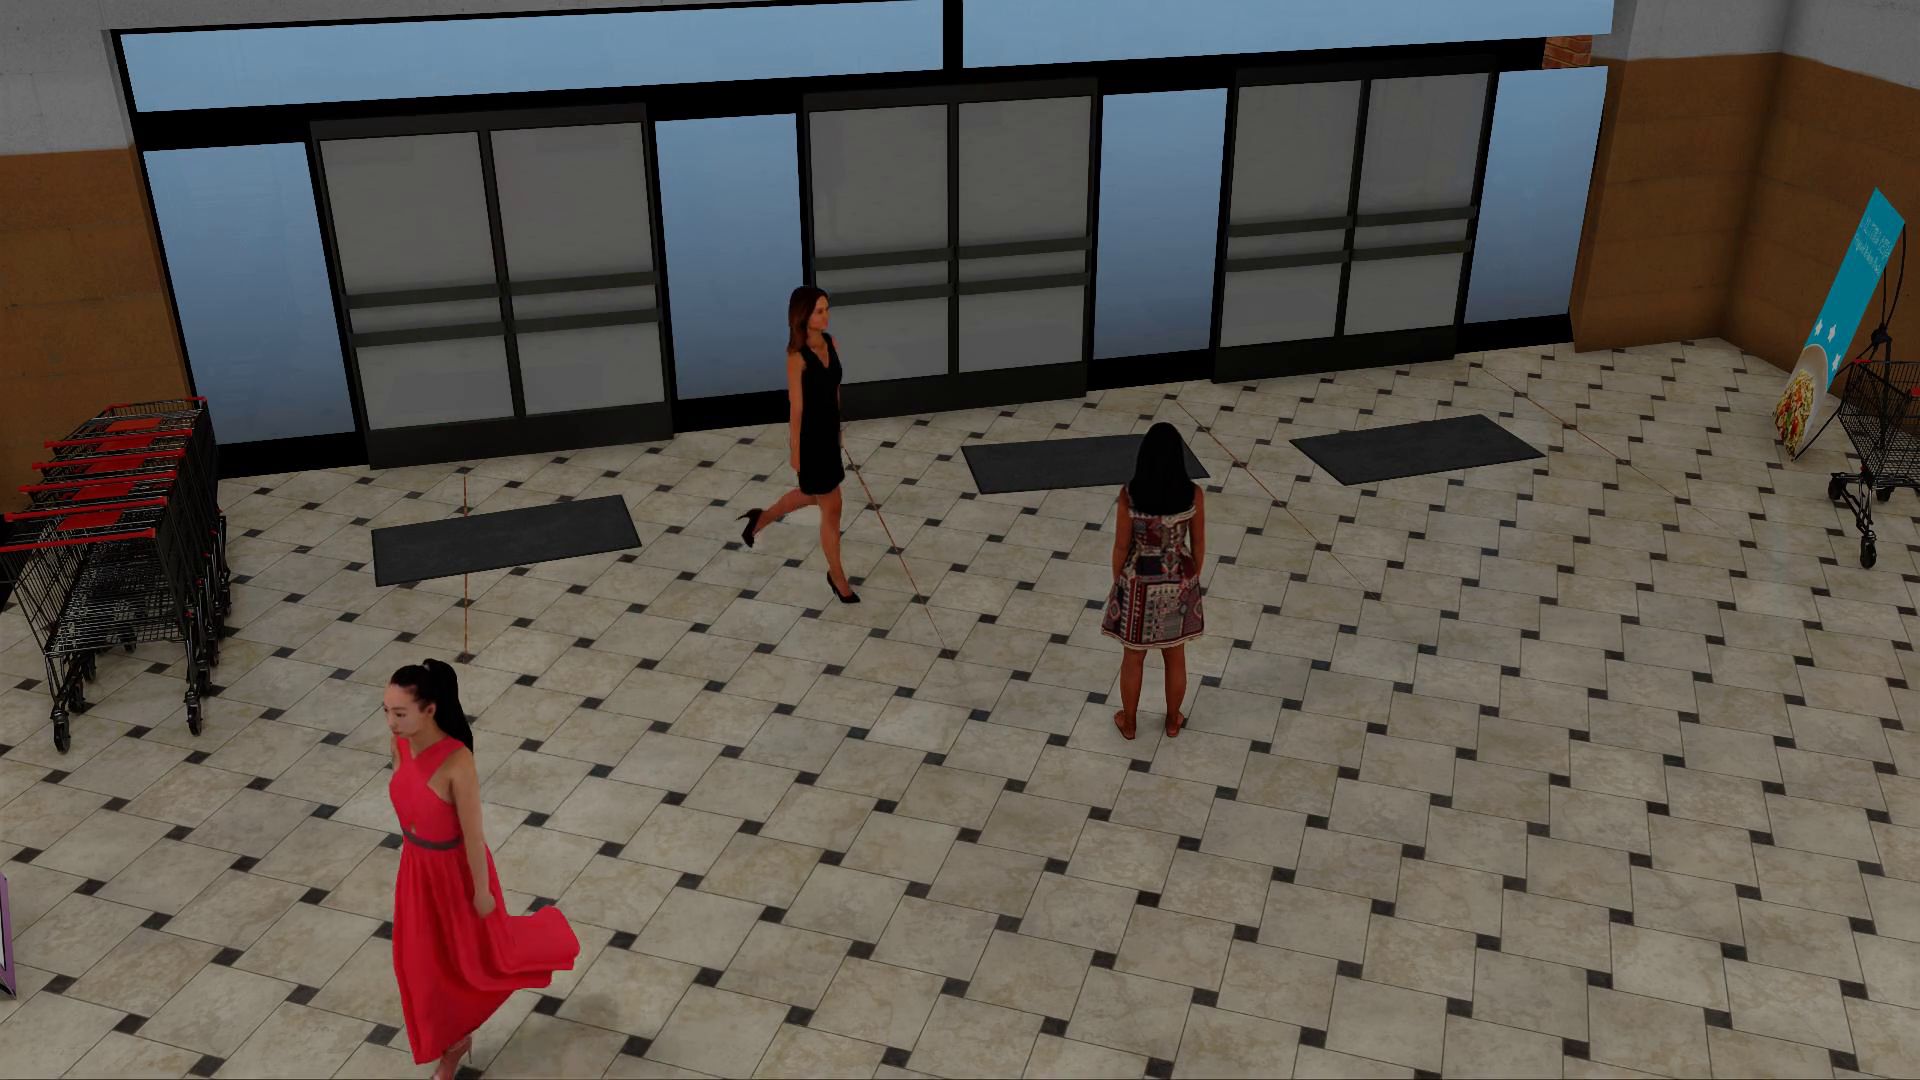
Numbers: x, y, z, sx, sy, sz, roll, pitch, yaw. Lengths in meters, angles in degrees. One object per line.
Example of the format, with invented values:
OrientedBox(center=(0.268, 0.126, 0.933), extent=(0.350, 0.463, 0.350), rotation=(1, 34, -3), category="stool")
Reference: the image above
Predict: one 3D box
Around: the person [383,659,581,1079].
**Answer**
OrientedBox(center=(-1.758, 1.159, 5.935), extent=(0.966, 1.706, 0.995), rotation=(17, 32, 30), category="person")

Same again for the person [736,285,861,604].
OrientedBox(center=(-0.866, -0.515, 9.116), extent=(1.066, 1.814, 1.023), rotation=(14, 30, 25), category="person")

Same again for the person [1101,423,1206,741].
OrientedBox(center=(0.928, 0.207, 7.881), extent=(0.693, 1.645, 0.604), rotation=(-1, 27, -2), category="person")
